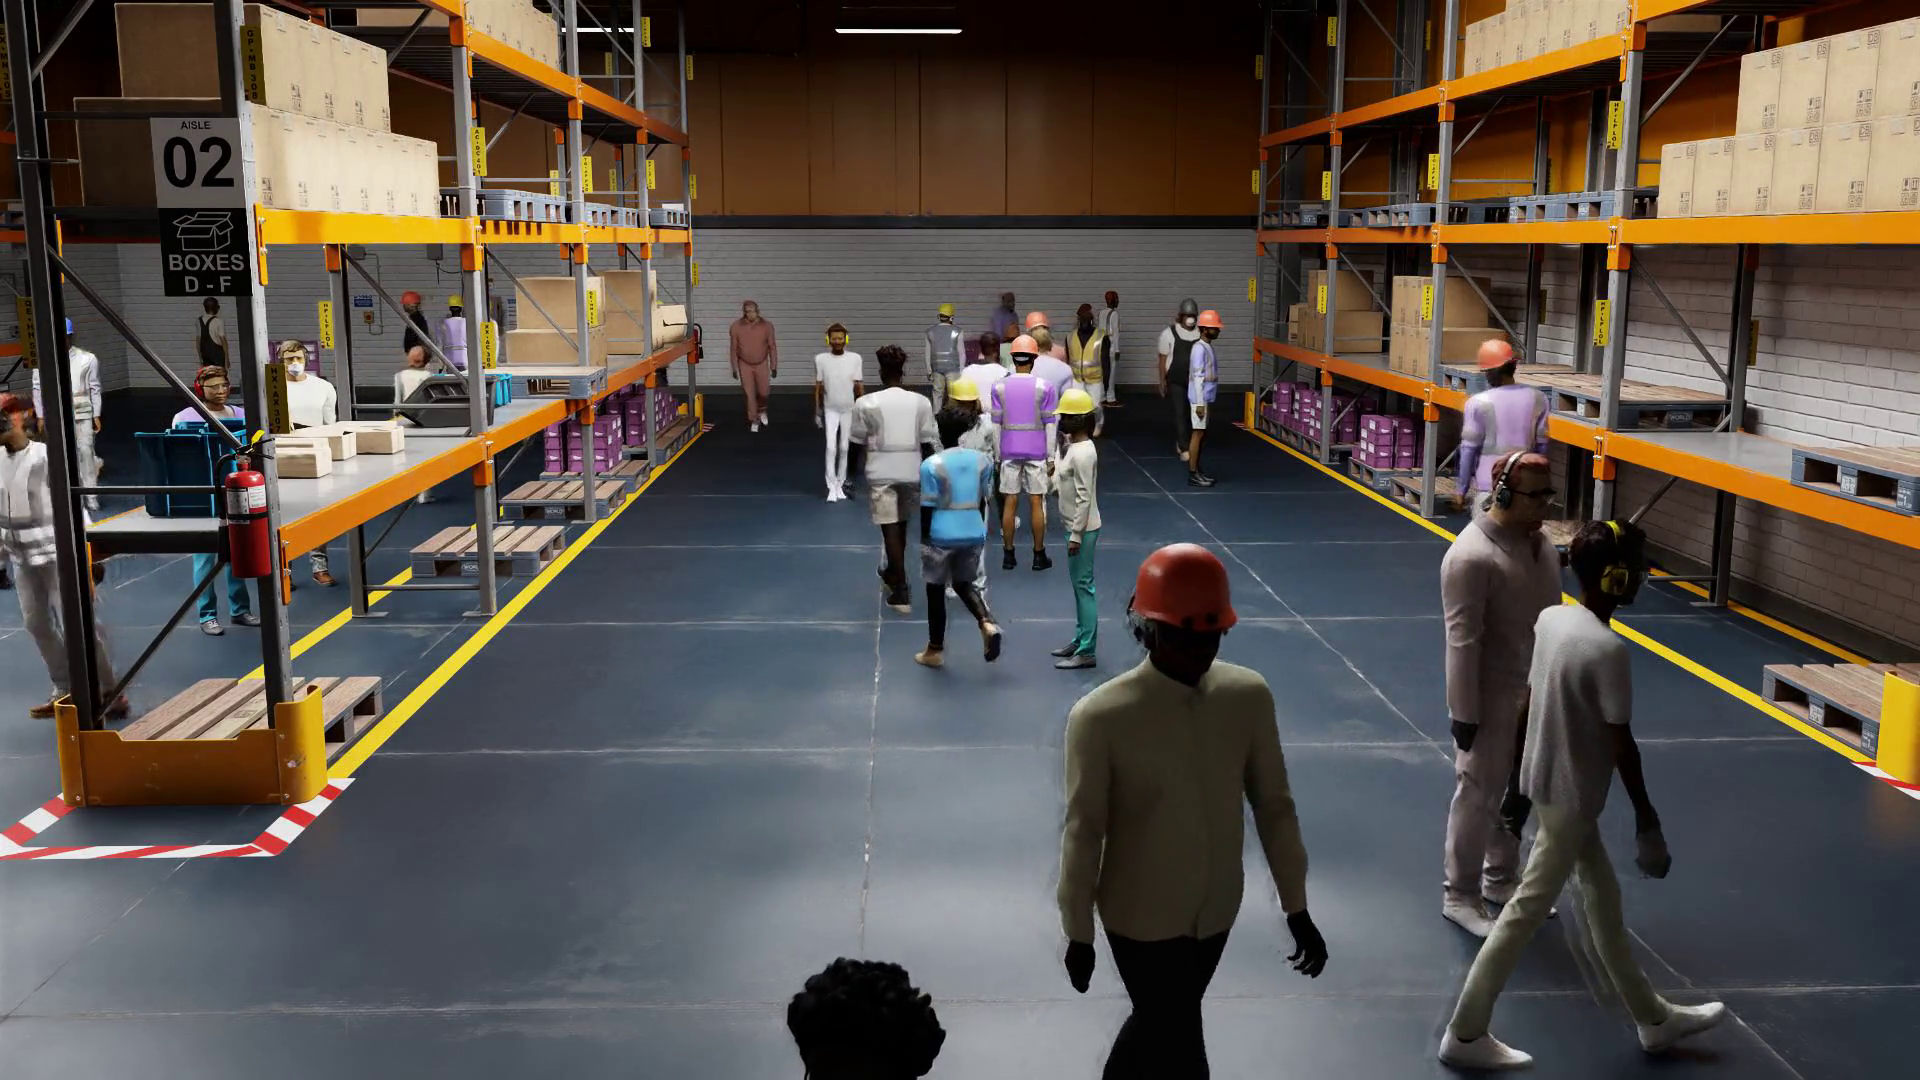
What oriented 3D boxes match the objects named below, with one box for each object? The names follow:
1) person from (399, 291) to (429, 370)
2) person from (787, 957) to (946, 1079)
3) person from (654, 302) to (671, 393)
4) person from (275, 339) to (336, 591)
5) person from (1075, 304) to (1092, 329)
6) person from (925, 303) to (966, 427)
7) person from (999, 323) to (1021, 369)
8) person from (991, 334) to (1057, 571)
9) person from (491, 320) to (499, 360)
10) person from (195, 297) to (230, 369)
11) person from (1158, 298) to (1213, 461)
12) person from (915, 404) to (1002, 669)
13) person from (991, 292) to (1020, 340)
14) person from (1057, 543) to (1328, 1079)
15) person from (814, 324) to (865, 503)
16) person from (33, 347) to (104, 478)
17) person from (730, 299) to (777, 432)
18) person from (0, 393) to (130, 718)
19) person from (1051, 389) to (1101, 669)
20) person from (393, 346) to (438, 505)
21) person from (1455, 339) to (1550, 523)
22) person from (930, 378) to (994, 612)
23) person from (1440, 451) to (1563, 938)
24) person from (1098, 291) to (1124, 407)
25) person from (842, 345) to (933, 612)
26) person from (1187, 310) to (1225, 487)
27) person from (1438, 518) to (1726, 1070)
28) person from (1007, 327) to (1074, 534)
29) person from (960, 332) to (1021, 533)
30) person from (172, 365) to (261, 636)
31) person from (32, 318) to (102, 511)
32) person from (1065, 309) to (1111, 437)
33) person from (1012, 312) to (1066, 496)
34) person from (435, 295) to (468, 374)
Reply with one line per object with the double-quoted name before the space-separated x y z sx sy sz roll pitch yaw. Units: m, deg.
"person" -8.080 -2.698 24.597 0.495 1.970 0.647 -2 10 -13
"person" -0.143 1.413 2.433 0.532 1.698 0.319 2 10 13
"person" -4.484 -2.577 24.348 0.676 1.812 0.600 -3 11 -17
"person" -5.109 -0.581 12.866 0.627 1.941 0.371 -7 12 -34
"person" 2.117 -3.209 28.355 0.281 1.633 0.498 -4 11 -21
"person" -0.195 -2.392 23.248 0.592 1.834 0.404 3 11 18
"person" 0.681 -2.011 21.714 0.494 1.624 0.285 -1 10 -8
"person" 0.526 -0.709 13.608 0.542 1.931 0.366 2 10 13
"person" -6.979 -2.583 24.147 0.602 1.896 0.647 -1 10 -6
"person" -11.393 -2.782 25.388 0.517 1.843 0.325 2 10 13
"person" 2.813 -2.037 20.696 0.687 2.000 0.980 -2 10 -10
"person" 0.002 -0.005 10.369 0.554 1.674 0.539 -8 13 -39
"person" 0.724 -3.135 27.296 0.931 1.872 0.654 8 13 37
"person" 0.572 0.955 4.318 0.622 1.947 1.021 -6 12 -30
"person" -1.211 -1.297 17.126 0.540 1.836 0.835 -2 10 -10
"person" -9.777 -1.472 18.203 0.619 1.816 0.884 4 11 24
"person" -2.933 -2.480 23.643 0.653 1.879 0.578 -2 10 -11
"person" -5.113 0.097 9.329 0.668 1.855 0.442 4 11 20
"person" 0.731 -0.071 10.507 0.316 1.769 0.525 0 10 1
"person" -5.507 -1.193 17.173 0.550 1.612 0.710 1 10 7
"person" 3.845 -0.390 11.696 0.678 2.004 0.611 0 10 -3
"person" 0.018 -0.353 12.285 0.499 1.692 0.924 -2 10 -12
"person" 2.120 0.593 6.460 0.652 1.897 0.403 -9 14 -42
"person" 2.435 -3.102 27.072 0.361 1.882 0.575 -4 11 -23
"person" -0.555 -0.482 12.352 0.618 1.912 0.989 -5 11 -25
"person" 2.701 -1.555 18.295 0.379 1.937 0.548 3 11 17
"person" 2.030 0.838 5.310 0.993 1.813 0.535 0 10 1
"person" 0.714 -1.034 15.533 0.651 1.882 1.029 -1 10 -7
"person" 0.244 -0.942 15.092 0.614 1.864 0.979 8 13 38
"person" -5.108 -0.283 11.463 0.389 1.847 0.567 6 12 32
"person" -8.847 -1.240 16.513 0.605 1.949 0.384 -5 11 -26
"person" 1.700 -2.152 21.997 0.627 1.817 0.801 3 11 18
"person" 0.868 -1.455 17.735 0.624 1.951 1.023 -2 10 -9
"person" -7.163 -2.532 23.767 0.586 1.928 0.369 -2 10 -13
